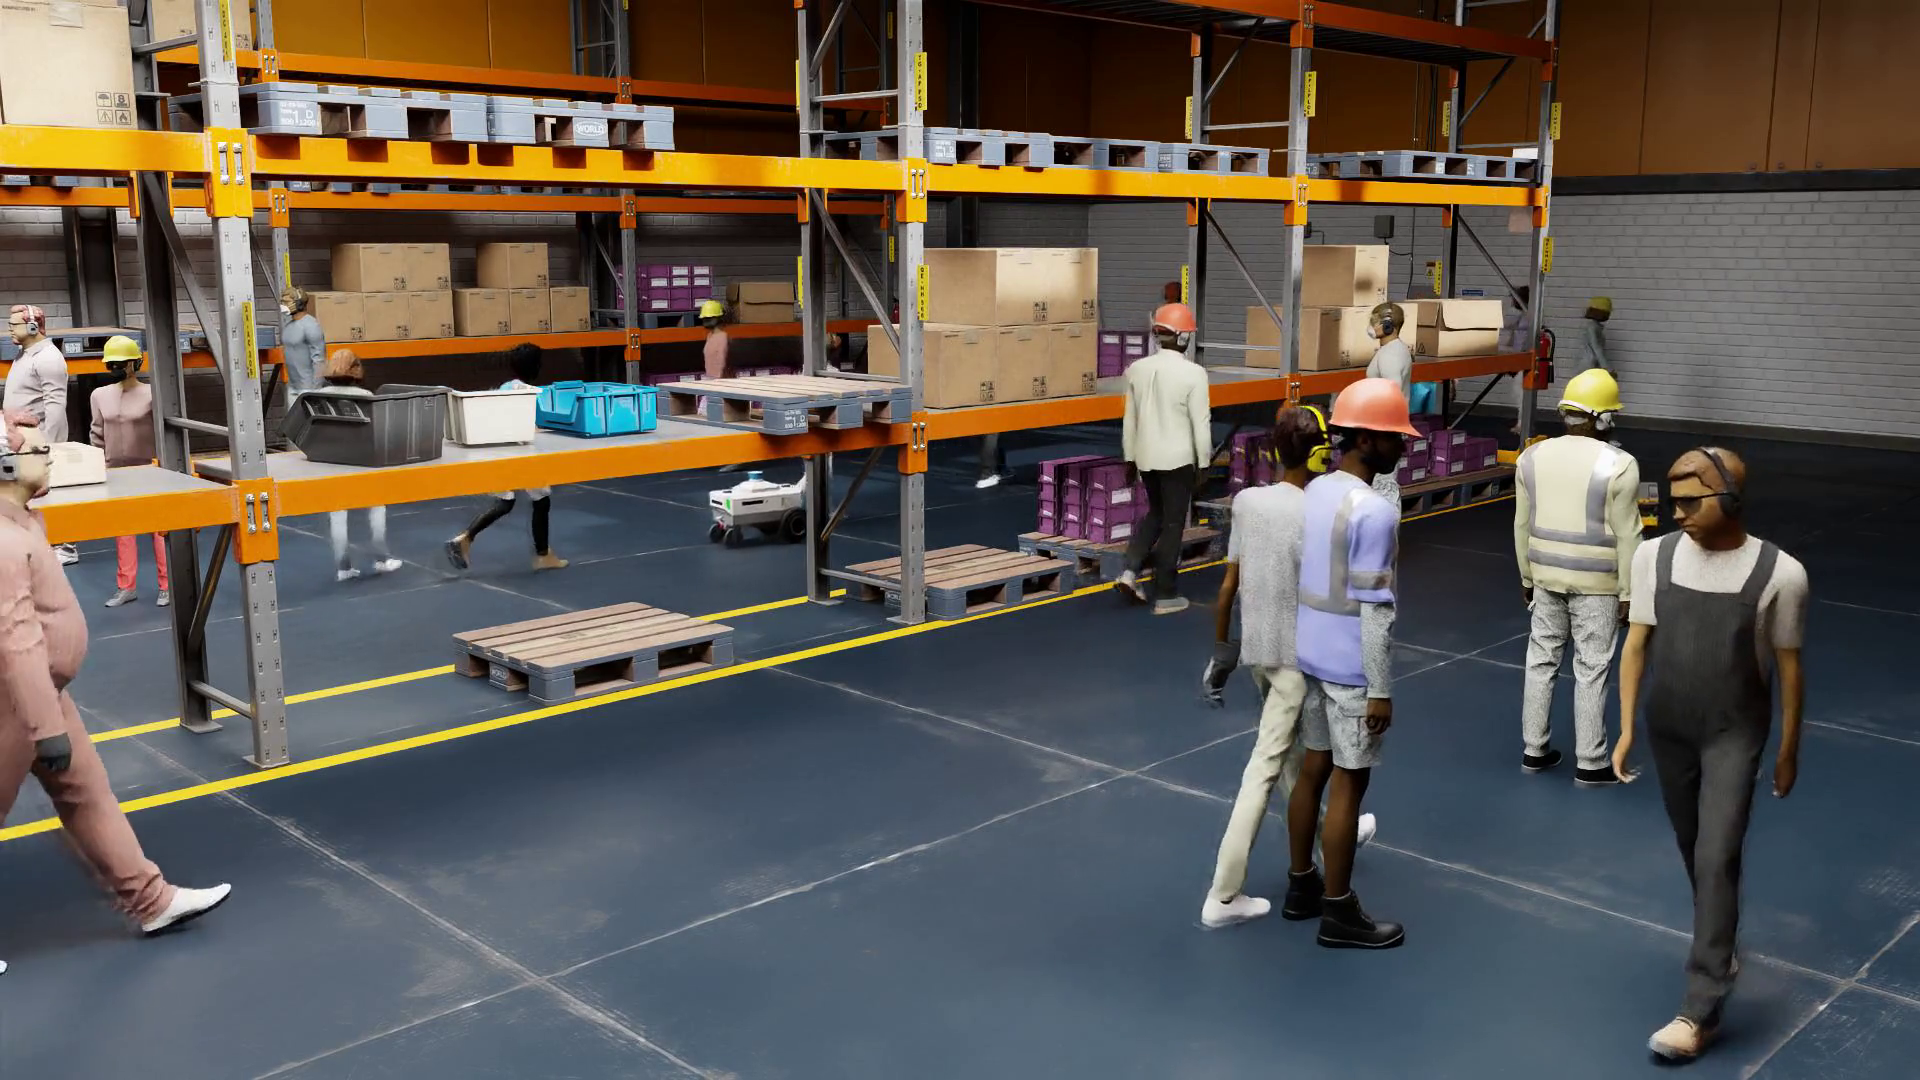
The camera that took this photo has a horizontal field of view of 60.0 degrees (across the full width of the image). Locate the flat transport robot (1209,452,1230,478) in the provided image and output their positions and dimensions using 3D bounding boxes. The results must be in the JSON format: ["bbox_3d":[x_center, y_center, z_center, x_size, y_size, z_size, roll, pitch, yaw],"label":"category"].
[{"bbox_3d":[2.276,-0.724,16.420,1.431,0.197,0.652,-3,11,-18],"label":"flat transport robot"}]

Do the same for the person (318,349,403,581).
[{"bbox_3d":[-4.252,-0.543,11.750,0.513,1.612,0.624,2,11,13],"label":"person"}]

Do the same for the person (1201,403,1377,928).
[{"bbox_3d":[1.225,0.426,5.916,0.987,1.815,0.535,-7,12,-32],"label":"person"}]

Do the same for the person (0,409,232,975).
[{"bbox_3d":[-3.003,0.504,5.399,1.018,1.854,0.666,-5,12,-26],"label":"person"}]

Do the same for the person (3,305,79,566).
[{"bbox_3d":[-6.704,-0.748,12.092,0.642,1.909,0.409,10,14,44],"label":"person"}]

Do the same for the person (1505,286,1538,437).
[{"bbox_3d":[6.768,-2.139,19.981,0.434,1.808,0.711,5,11,25],"label":"person"}]

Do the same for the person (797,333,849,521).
[{"bbox_3d":[-1.228,-0.910,13.776,0.692,1.608,0.550,-7,13,-35],"label":"person"}]

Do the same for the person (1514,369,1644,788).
[{"bbox_3d":[2.717,0.168,7.296,0.404,1.833,0.590,-8,13,-38],"label":"person"}]

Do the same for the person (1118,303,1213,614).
[{"bbox_3d":[1.333,-0.511,10.595,0.424,1.981,0.613,-9,14,-42],"label":"person"}]

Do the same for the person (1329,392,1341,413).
[{"bbox_3d":[4.745,-2.065,20.107,0.503,1.599,0.799,-4,11,-21],"label":"person"}]

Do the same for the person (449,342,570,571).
[{"bbox_3d":[-3.194,-0.562,11.752,0.780,1.665,0.530,-10,14,-43],"label":"person"}]

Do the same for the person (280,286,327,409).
[{"bbox_3d":[-6.139,-1.407,15.597,0.375,1.939,0.628,-10,14,-44],"label":"person"}]

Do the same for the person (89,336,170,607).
[{"bbox_3d":[-5.359,-0.437,10.780,0.532,1.768,0.311,0,10,-2],"label":"person"}]

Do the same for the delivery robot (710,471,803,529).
[{"bbox_3d":[-1.598,-0.298,13.067,0.707,0.478,0.477,-7,13,-34],"label":"delivery robot"}]

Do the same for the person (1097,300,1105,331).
[{"bbox_3d":[1.802,-2.910,24.166,0.597,1.805,0.778,6,12,29],"label":"person"}]

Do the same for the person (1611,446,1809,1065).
[{"bbox_3d":[2.308,0.595,5.143,0.965,1.789,0.503,-10,14,-44],"label":"person"}]

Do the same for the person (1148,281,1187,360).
[{"bbox_3d":[2.444,-2.066,19.382,0.587,1.872,0.455,10,15,44],"label":"person"}]

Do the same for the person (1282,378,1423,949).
[{"bbox_3d":[1.336,0.415,5.670,0.374,1.934,0.548,-2,11,-13],"label":"person"}]

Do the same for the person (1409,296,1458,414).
[{"bbox_3d":[4.824,-1.618,17.109,0.625,1.805,0.748,0,10,1],"label":"person"}]

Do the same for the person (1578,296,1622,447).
[{"bbox_3d":[7.271,-1.899,18.886,0.522,1.709,0.491,6,12,31],"label":"person"}]

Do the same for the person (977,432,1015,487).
[{"bbox_3d":[0.434,-1.471,16.075,0.599,1.886,0.832,10,14,43],"label":"person"}]

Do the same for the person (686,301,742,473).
[{"bbox_3d":[-2.539,-1.528,16.779,0.754,1.738,0.548,-5,12,-27],"label":"person"}]

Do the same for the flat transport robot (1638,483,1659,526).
[{"bbox_3d":[5.657,-0.340,14.328,0.652,0.197,1.431,4,11,21],"label":"flat transport robot"}]

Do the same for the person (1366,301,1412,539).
[{"bbox_3d":[3.048,-0.742,11.967,0.372,1.940,0.630,3,11,16],"label":"person"}]
